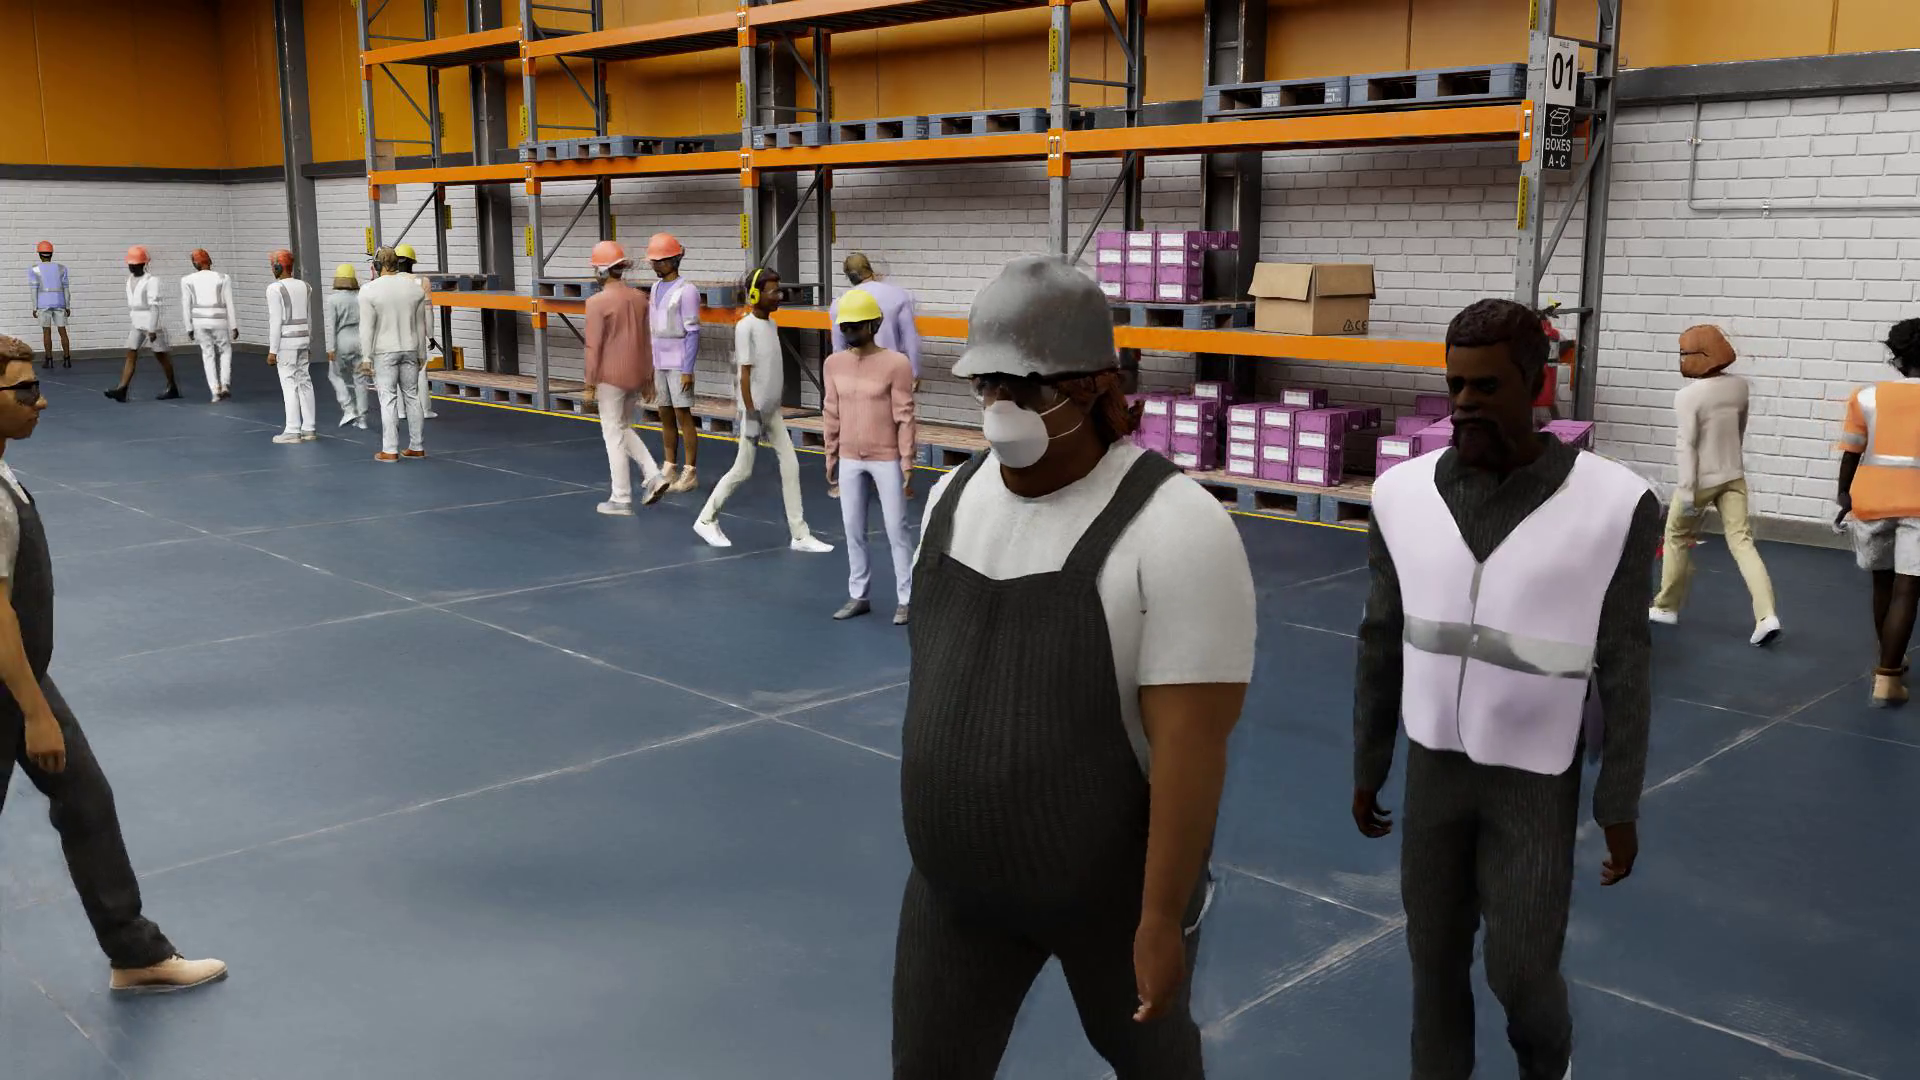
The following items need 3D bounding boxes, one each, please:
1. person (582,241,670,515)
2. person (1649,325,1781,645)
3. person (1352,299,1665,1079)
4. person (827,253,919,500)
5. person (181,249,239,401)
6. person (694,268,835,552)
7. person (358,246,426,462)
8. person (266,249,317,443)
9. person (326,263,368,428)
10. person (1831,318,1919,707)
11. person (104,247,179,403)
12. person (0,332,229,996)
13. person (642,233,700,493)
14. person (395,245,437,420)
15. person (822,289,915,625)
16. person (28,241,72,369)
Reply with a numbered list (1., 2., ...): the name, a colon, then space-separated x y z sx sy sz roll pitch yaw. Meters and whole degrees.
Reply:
1. person: -2.467 -1.159 12.024 0.473 1.981 0.615 5 11 25
2. person: 3.800 -0.283 8.343 0.530 1.589 0.855 -3 11 -18
3. person: 1.088 0.462 3.409 0.612 1.899 0.465 9 13 39
4. person: -0.659 -1.222 12.640 0.707 1.895 0.373 2 11 9
5. person: -9.148 -2.622 20.339 0.619 1.856 0.453 -3 11 -14
6. person: -1.314 -0.828 10.658 0.964 1.829 0.535 4 11 21
7. person: -5.069 -1.658 14.906 0.368 1.932 0.622 10 14 43
8. person: -6.564 -1.892 16.294 0.355 1.882 0.576 3 11 15
9. person: -6.408 -2.030 17.465 0.402 1.726 0.503 10 14 44
10. person: 4.183 -0.135 7.293 0.578 1.653 0.786 10 15 44
11. person: -9.944 -2.607 20.206 0.562 1.872 1.020 5 11 24
12. person: -2.465 0.378 4.162 0.966 1.810 0.526 -5 11 -23
13. person: -2.289 -1.387 13.116 0.381 2.039 0.606 -10 14 -42
14. person: -6.069 -2.275 18.294 0.585 1.916 0.390 -1 10 -3
15. person: -0.471 -0.419 8.643 0.530 1.750 0.409 5 11 24
16. person: -13.867 -3.582 25.358 0.545 1.938 0.356 -9 14 -41
